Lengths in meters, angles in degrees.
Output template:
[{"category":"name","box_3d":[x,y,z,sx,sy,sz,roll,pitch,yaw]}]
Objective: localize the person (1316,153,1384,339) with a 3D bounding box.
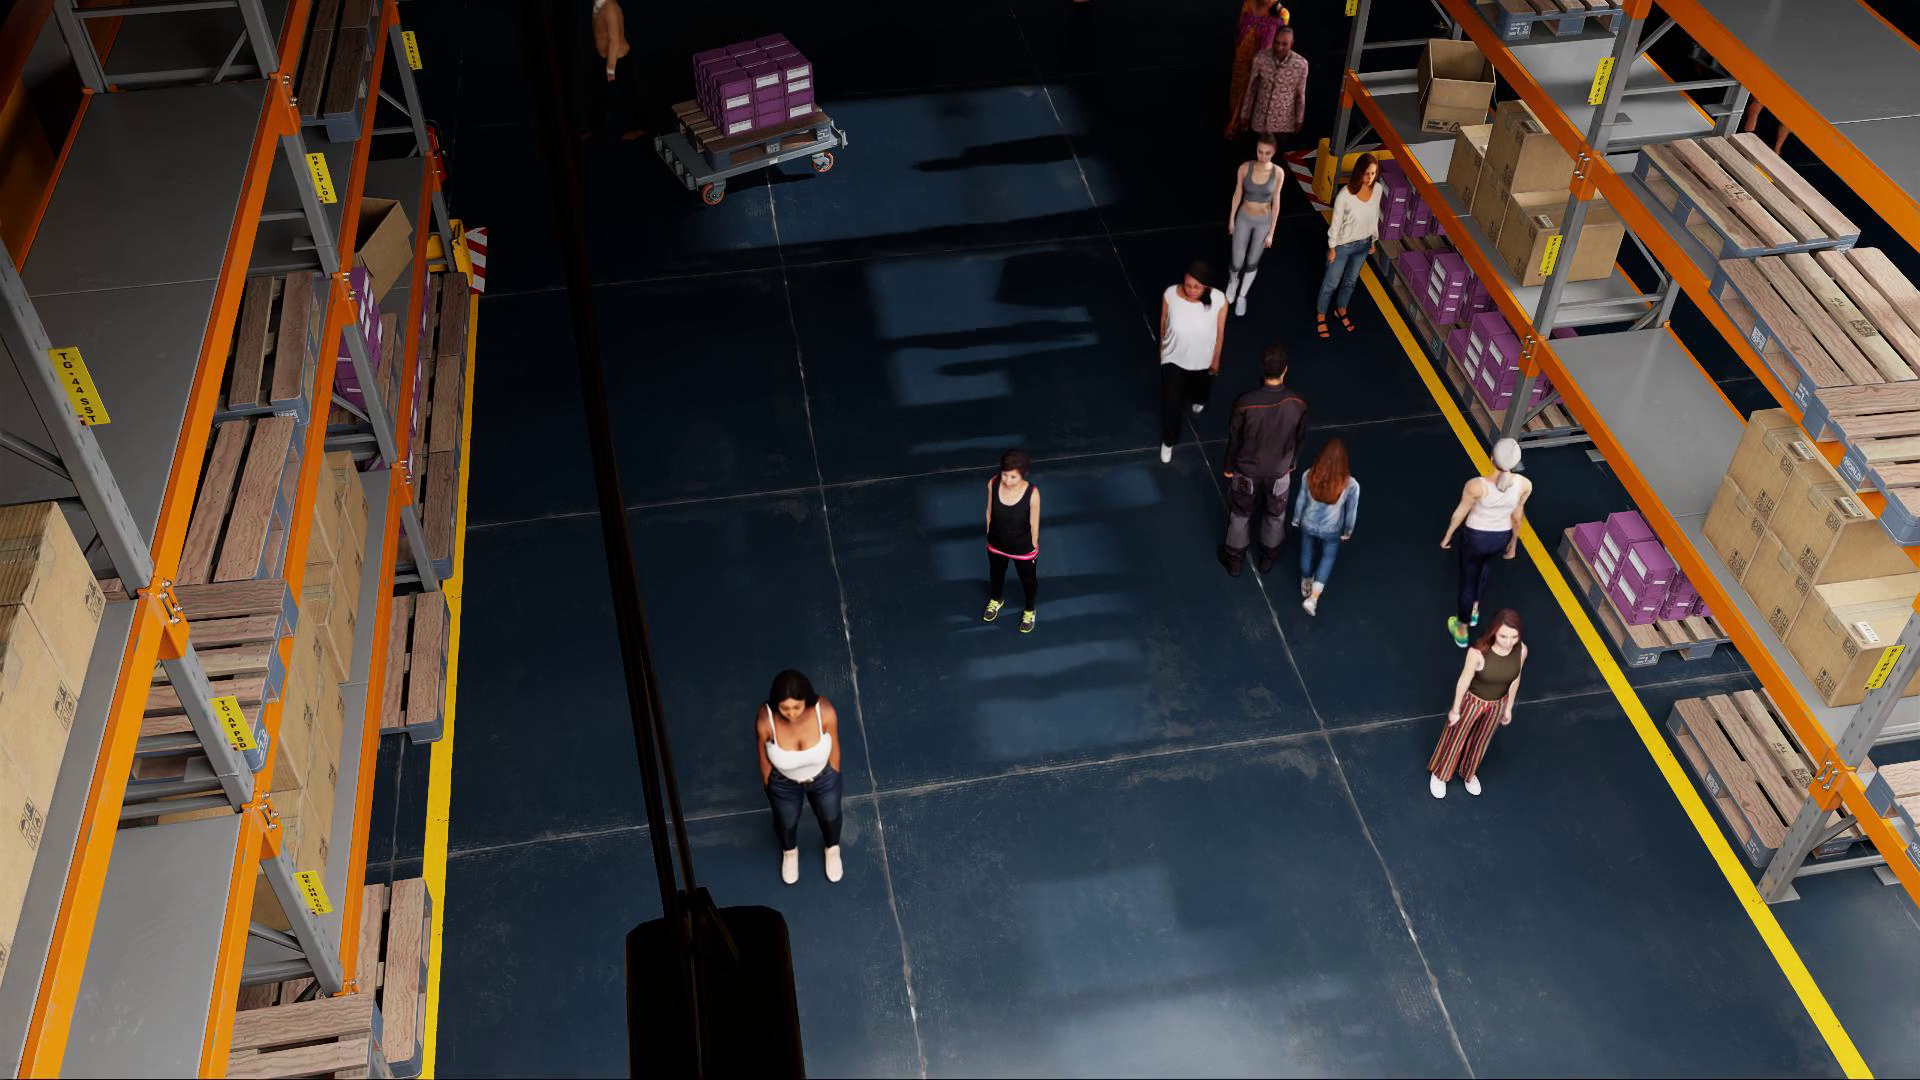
[{"category":"person","box_3d":[3.209,-2.438,13.676,0.668,1.682,0.611,-16,46,-16]}]

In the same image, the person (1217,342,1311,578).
[{"category":"person","box_3d":[2.089,-0.530,11.484,0.720,1.944,0.618,-2,44,-2]}]

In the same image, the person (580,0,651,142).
[{"category":"person","box_3d":[-3.239,-4.626,15.938,0.974,1.730,1.042,-24,48,-23]}]

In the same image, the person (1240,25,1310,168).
[{"category":"person","box_3d":[2.858,-3.869,15.099,1.118,1.791,1.280,17,46,17]}]

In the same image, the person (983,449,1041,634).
[{"category":"person","box_3d":[0.362,-0.023,11.237,0.620,1.549,0.656,17,46,17]}]

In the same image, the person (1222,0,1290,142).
[{"category":"person","box_3d":[2.910,-4.738,16.102,1.116,1.666,1.267,21,48,21]}]

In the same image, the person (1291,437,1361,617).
[{"category":"person","box_3d":[2.452,-0.069,11.347,0.787,1.464,0.899,14,45,14]}]

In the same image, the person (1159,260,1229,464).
[{"category":"person","box_3d":[1.768,-1.428,12.625,0.867,1.669,1.066,8,44,8]}]

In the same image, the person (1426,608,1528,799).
[{"category":"person","box_3d":[3.188,0.980,10.175,0.582,1.562,0.546,-2,44,-2]}]

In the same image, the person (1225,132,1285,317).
[{"category":"person","box_3d":[2.471,-2.683,13.923,0.639,1.696,0.693,8,44,9]}]

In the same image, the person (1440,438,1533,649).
[{"category":"person","box_3d":[3.496,0.084,11.025,0.658,1.688,0.671,-2,44,-2]}]

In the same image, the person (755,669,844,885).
[{"category":"person","box_3d":[-0.910,1.343,9.615,0.617,1.808,0.583,-6,44,-7]}]
